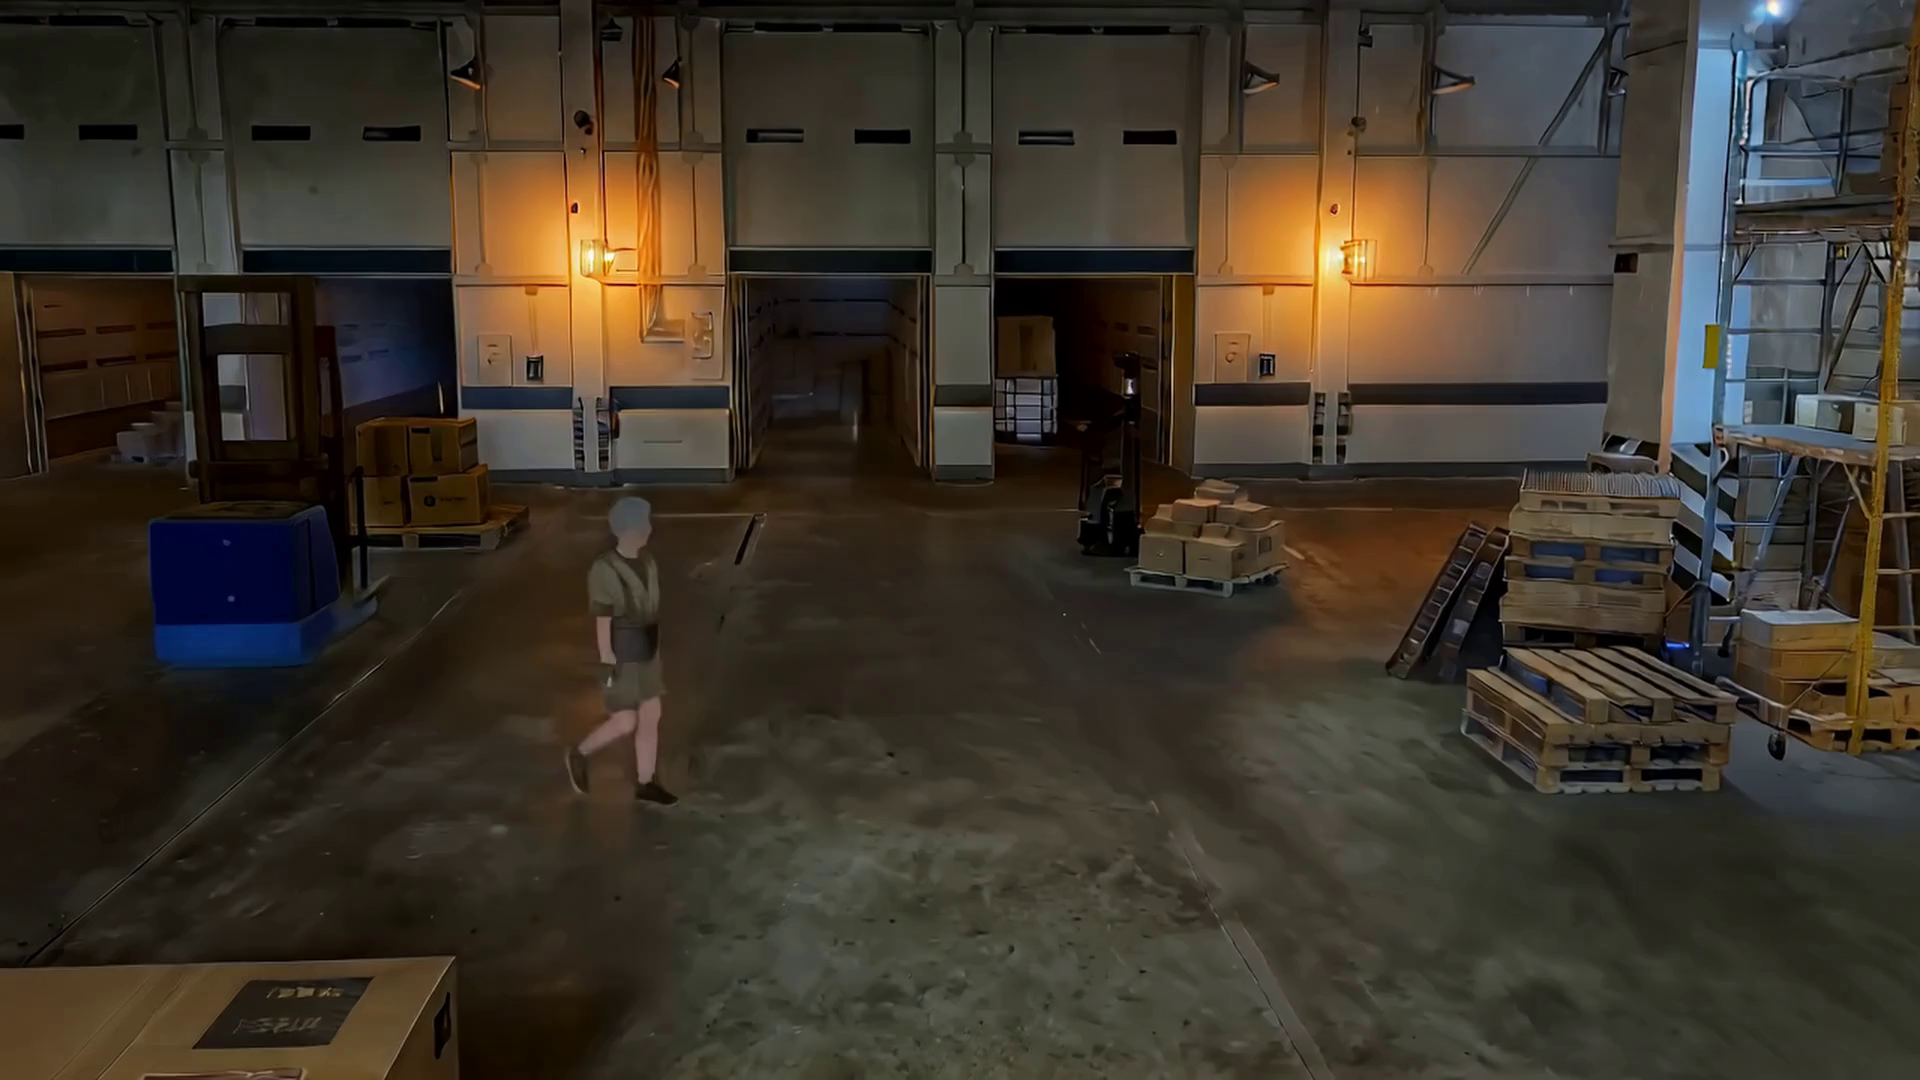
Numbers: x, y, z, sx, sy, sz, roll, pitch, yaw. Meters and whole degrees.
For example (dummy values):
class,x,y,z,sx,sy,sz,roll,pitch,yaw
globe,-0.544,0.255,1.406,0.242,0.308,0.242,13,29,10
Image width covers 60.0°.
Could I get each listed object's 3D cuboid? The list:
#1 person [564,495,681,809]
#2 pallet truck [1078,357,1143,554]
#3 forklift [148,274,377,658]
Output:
class,x,y,z,sx,sy,sz,roll,pitch,yaw
person,-1.788,0.590,8.769,0.552,1.682,0.546,4,10,25
pallet truck,2.088,-0.836,16.757,1.885,1.965,0.823,2,9,13
forklift,-5.348,-0.627,12.681,1.129,2.768,1.873,-1,9,-4
